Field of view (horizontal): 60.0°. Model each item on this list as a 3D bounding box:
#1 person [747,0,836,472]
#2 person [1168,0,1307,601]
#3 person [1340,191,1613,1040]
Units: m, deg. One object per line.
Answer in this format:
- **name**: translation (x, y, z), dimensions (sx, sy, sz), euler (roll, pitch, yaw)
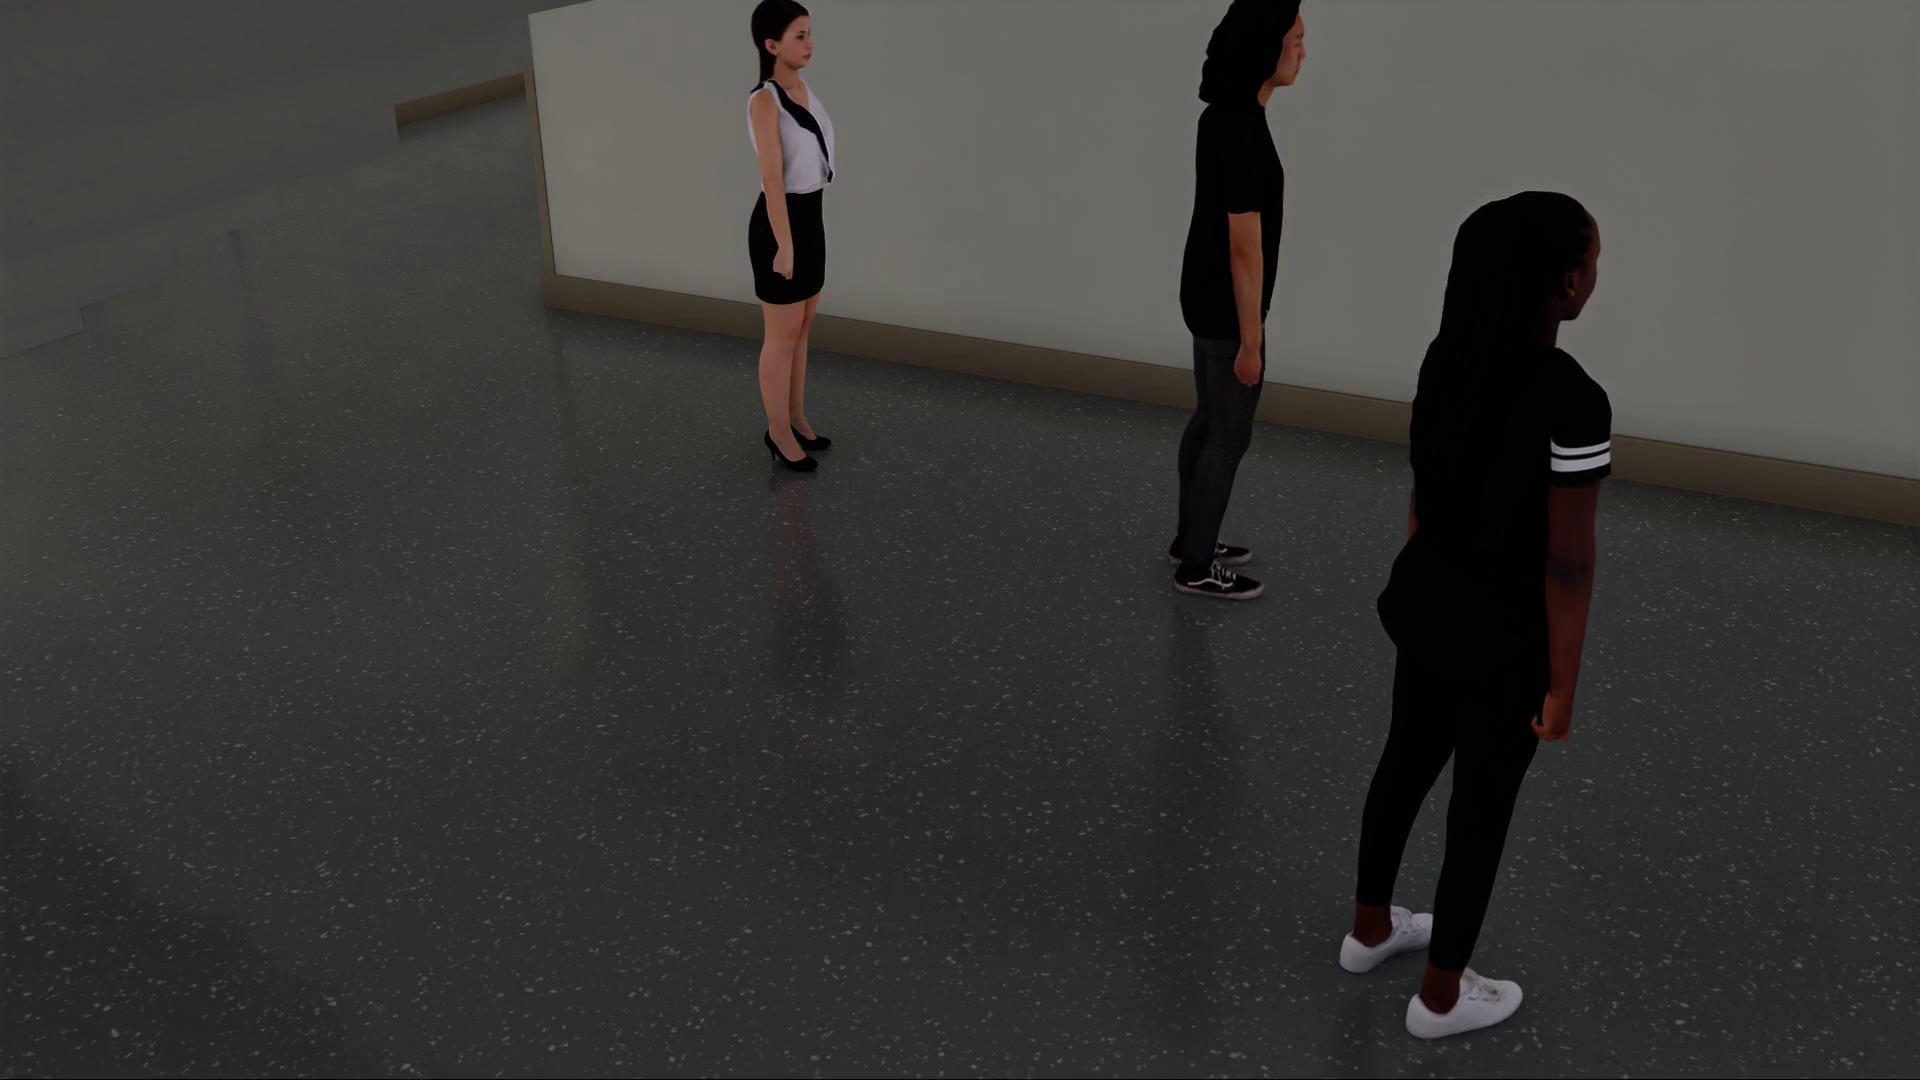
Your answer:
- **person**: translation (-0.603, -1.064, 5.892), dimensions (0.575, 1.649, 0.596), euler (5, 26, 11)
- **person**: translation (0.782, -0.704, 4.926), dimensions (0.695, 1.827, 0.708), euler (-1, 26, -2)
- **person**: translation (0.993, 0.181, 3.218), dimensions (0.752, 1.729, 0.673), euler (-12, 28, -23)
